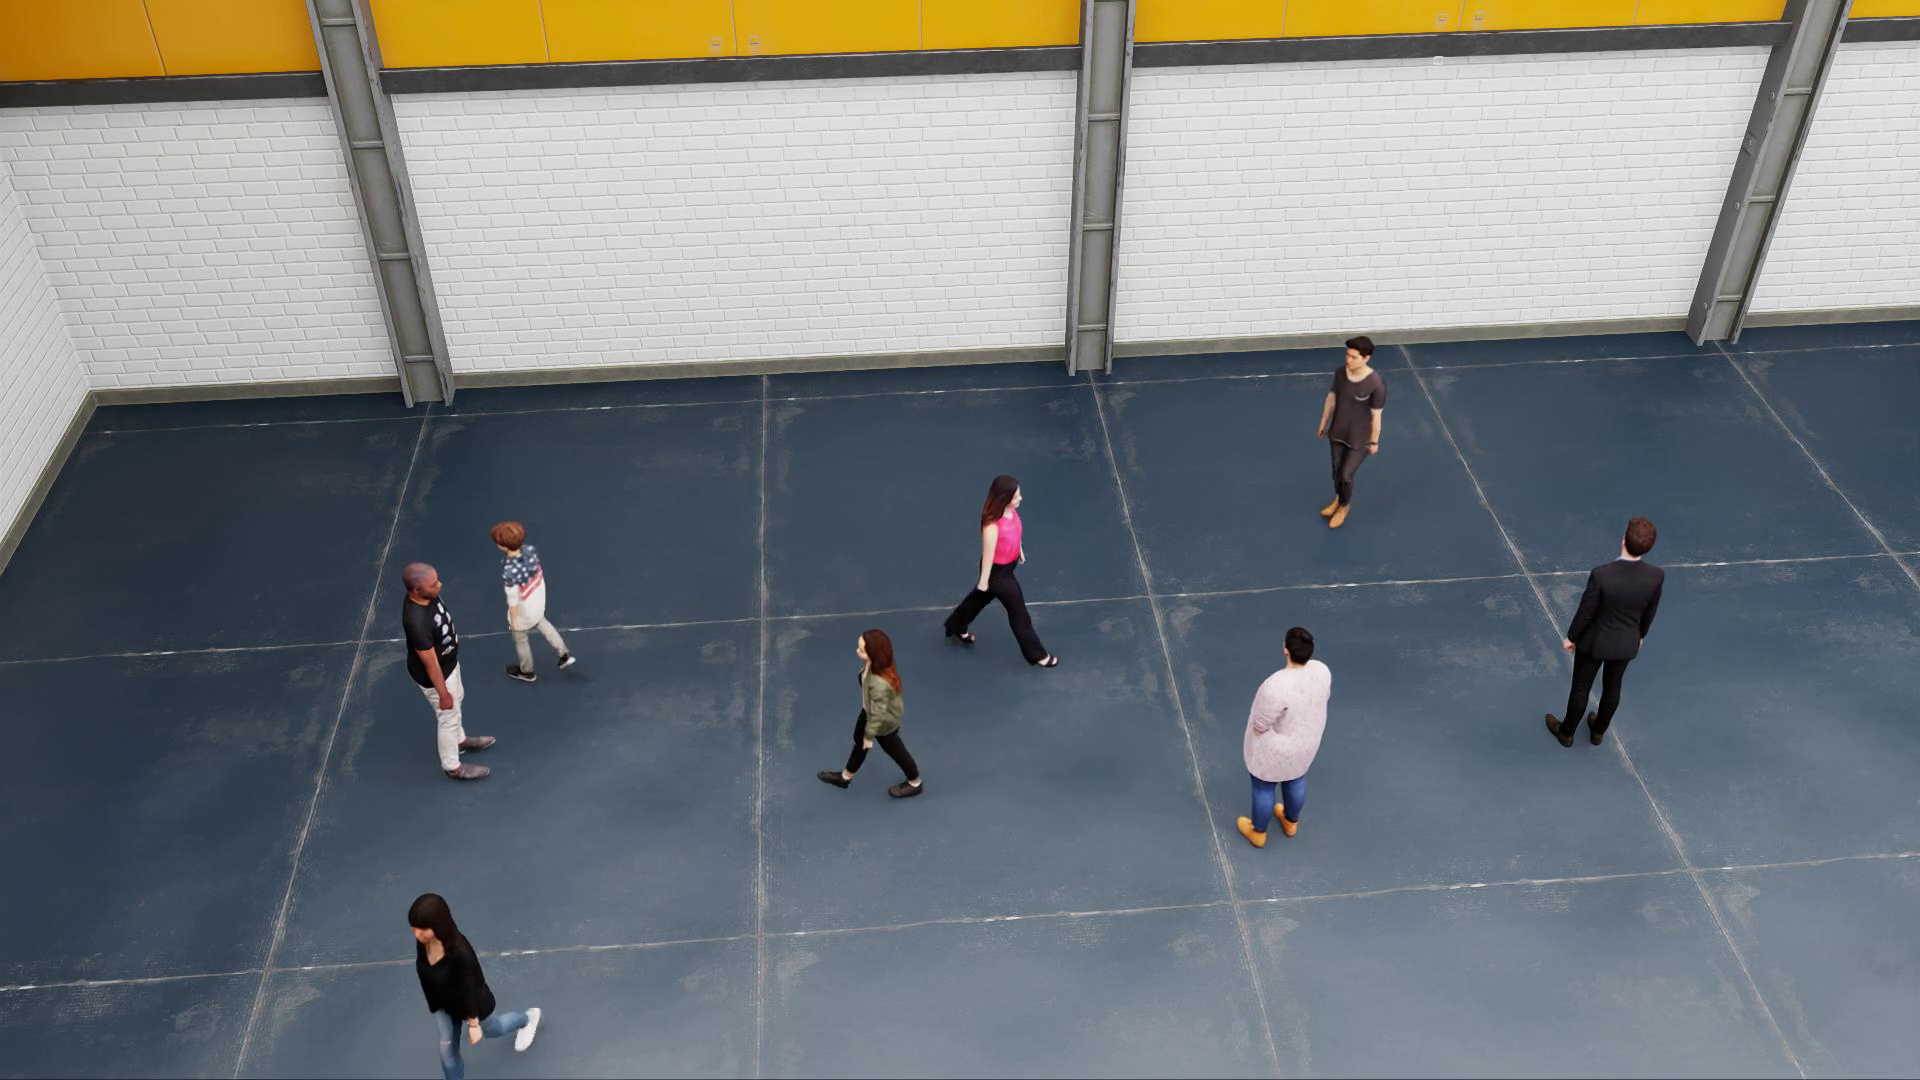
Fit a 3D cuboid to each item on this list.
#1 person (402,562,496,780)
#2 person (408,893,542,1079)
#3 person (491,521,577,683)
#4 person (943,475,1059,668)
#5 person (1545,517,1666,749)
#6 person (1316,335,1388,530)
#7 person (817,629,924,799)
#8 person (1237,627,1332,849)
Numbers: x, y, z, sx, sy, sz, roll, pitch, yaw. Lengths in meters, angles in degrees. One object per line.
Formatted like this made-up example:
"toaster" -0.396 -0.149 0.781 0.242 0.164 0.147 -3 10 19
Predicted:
"person" -3.445 0.850 10.931 0.646 1.801 0.684 -7 39 -9
"person" -2.662 2.453 9.070 1.071 1.618 0.952 14 41 17
"person" -3.026 0.433 11.749 0.852 1.432 0.735 14 41 17
"person" 0.204 0.219 11.869 1.185 1.616 0.839 9 39 11
"person" 4.339 0.641 11.118 0.539 1.894 0.749 -2 39 -2
"person" 3.156 -0.899 13.199 0.786 1.702 0.753 -27 46 -29
"person" -0.439 1.152 10.839 0.934 1.442 0.643 -5 39 -7
"person" 2.060 1.241 10.488 0.694 1.742 0.827 -17 42 -20
